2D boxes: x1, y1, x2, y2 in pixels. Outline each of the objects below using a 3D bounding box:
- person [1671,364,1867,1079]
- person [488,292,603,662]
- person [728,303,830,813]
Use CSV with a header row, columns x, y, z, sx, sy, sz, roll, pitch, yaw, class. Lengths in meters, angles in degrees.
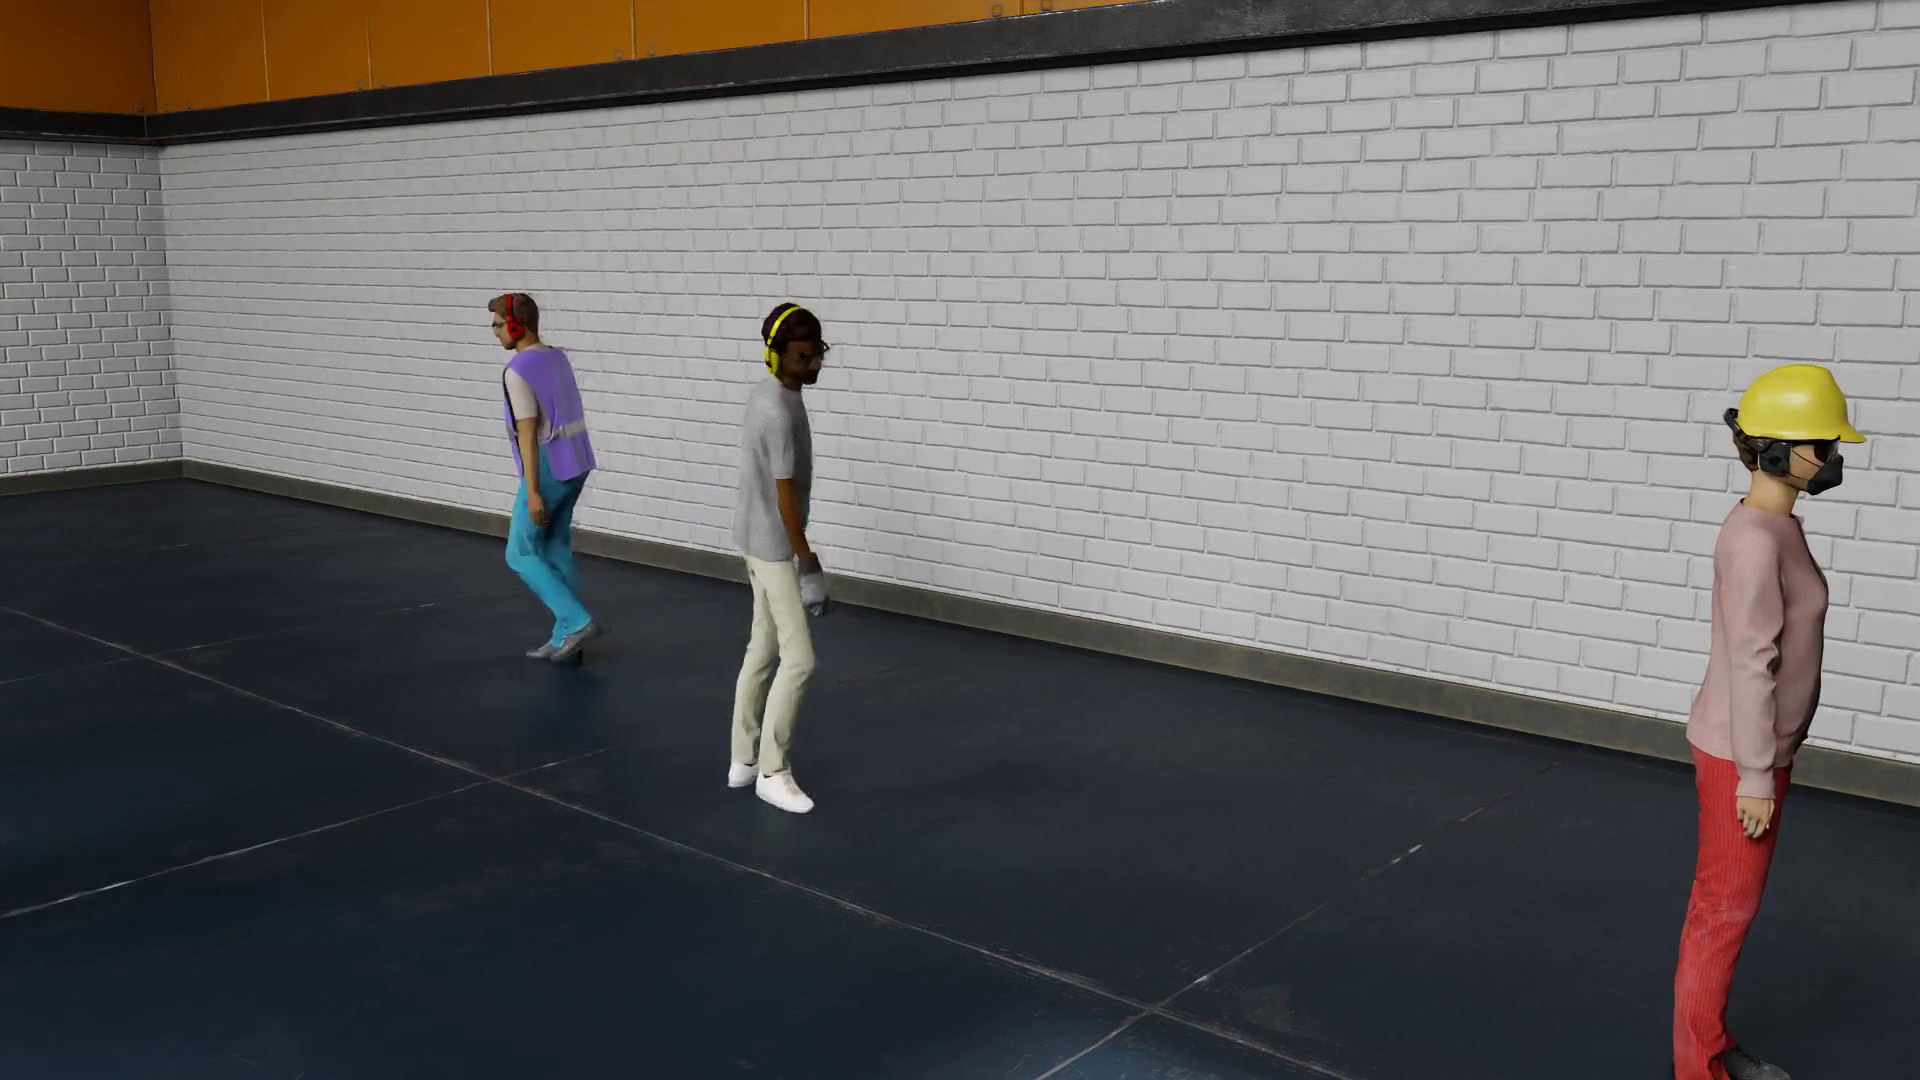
x,y,z,sx,sy,sz,roll,pitch,yaw,class
1.835,0.483,3.813,0.311,1.768,0.532,5,11,26,person
-2.012,-0.285,8.059,0.466,1.816,0.567,2,10,12,person
-0.663,0.058,6.061,0.368,1.835,0.614,-2,10,-11,person
